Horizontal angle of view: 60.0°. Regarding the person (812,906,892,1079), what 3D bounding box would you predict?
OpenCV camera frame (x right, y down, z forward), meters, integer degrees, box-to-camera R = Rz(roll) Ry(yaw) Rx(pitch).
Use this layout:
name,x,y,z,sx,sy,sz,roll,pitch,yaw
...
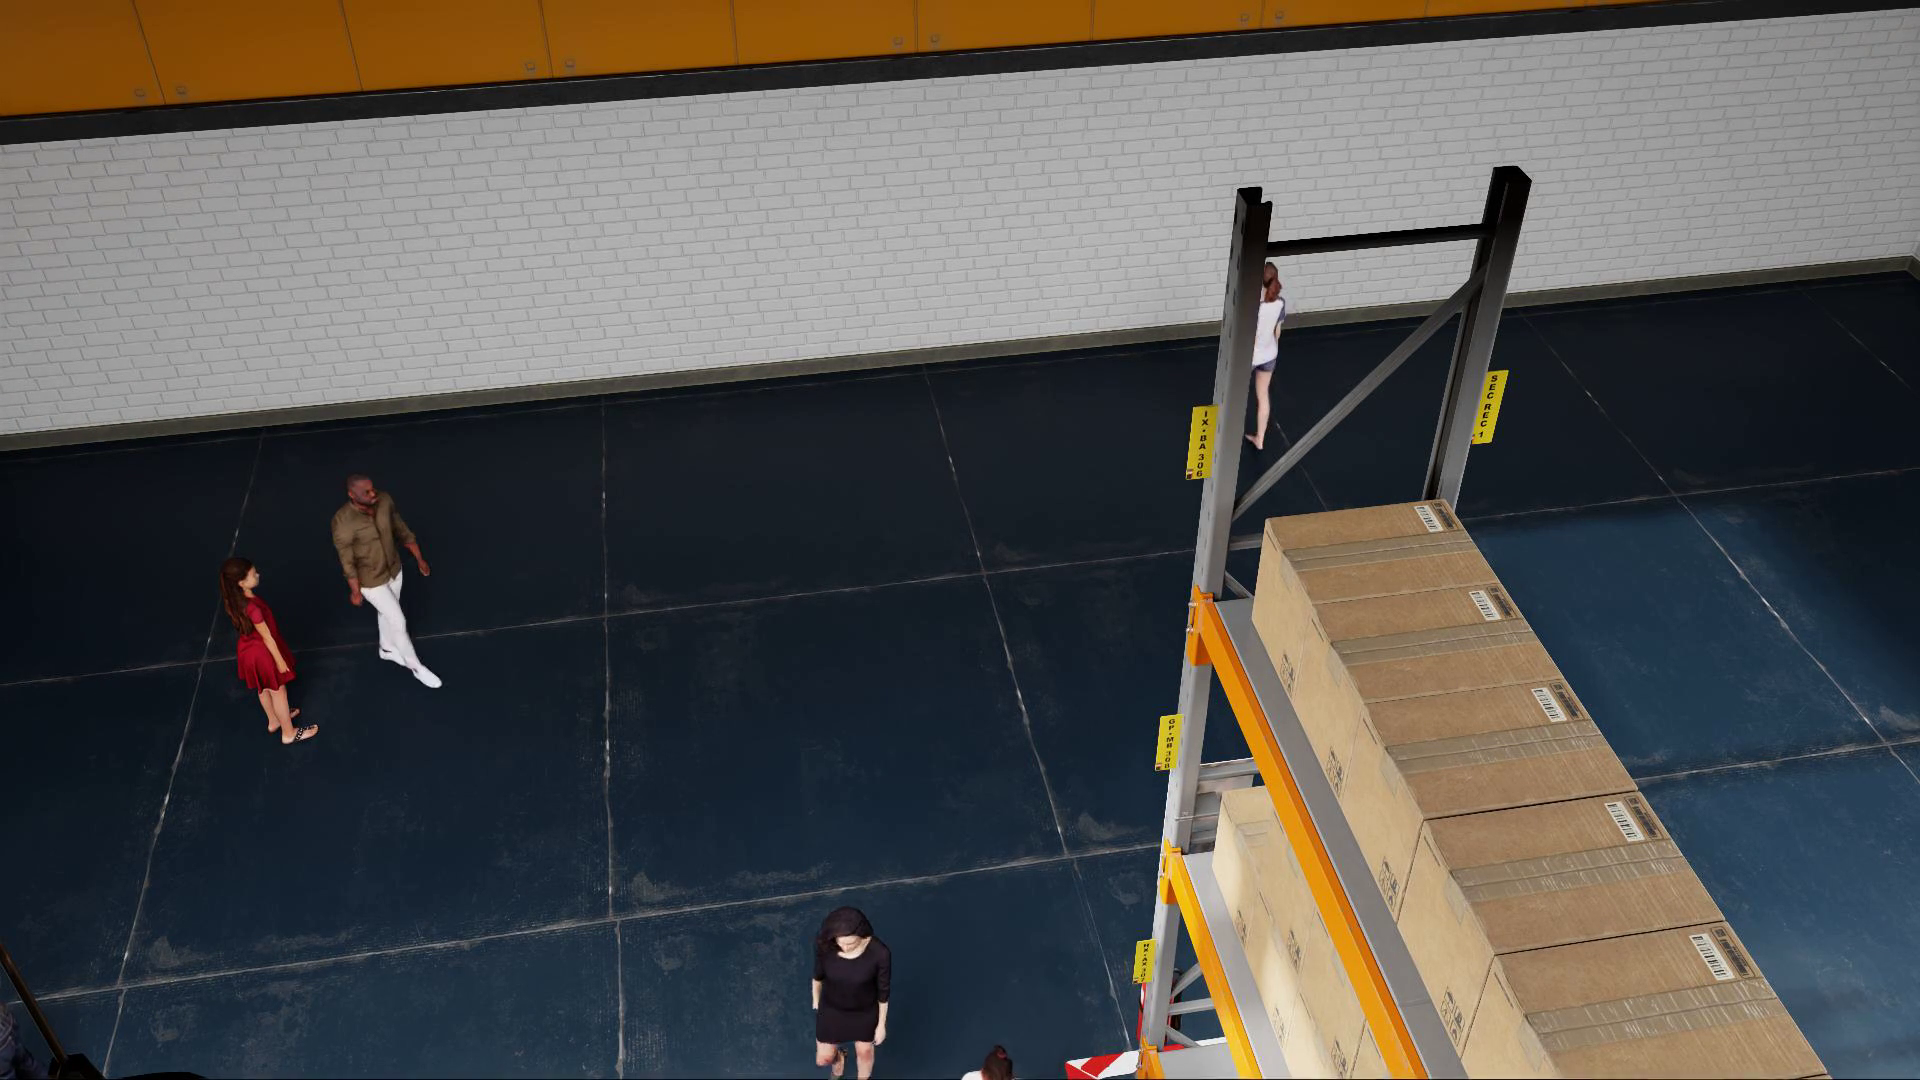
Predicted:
name,x,y,z,sx,sy,sz,roll,pitch,yaw
person,-0.563,2.509,9.121,0.709,1.794,0.723,11,40,14

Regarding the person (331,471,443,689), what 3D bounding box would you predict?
name,x,y,z,sx,sy,sz,roll,pitch,yaw
person,-4.246,0.223,11.971,1.057,1.809,1.018,14,41,17

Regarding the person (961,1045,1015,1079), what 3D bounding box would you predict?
name,x,y,z,sx,sy,sz,roll,pitch,yaw
person,0.203,3.055,8.743,0.861,1.411,1.061,12,40,15

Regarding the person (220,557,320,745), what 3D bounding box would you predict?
name,x,y,z,sx,sy,sz,roll,pitch,yaw
person,-4.835,0.758,11.508,0.680,1.551,0.741,29,47,31
